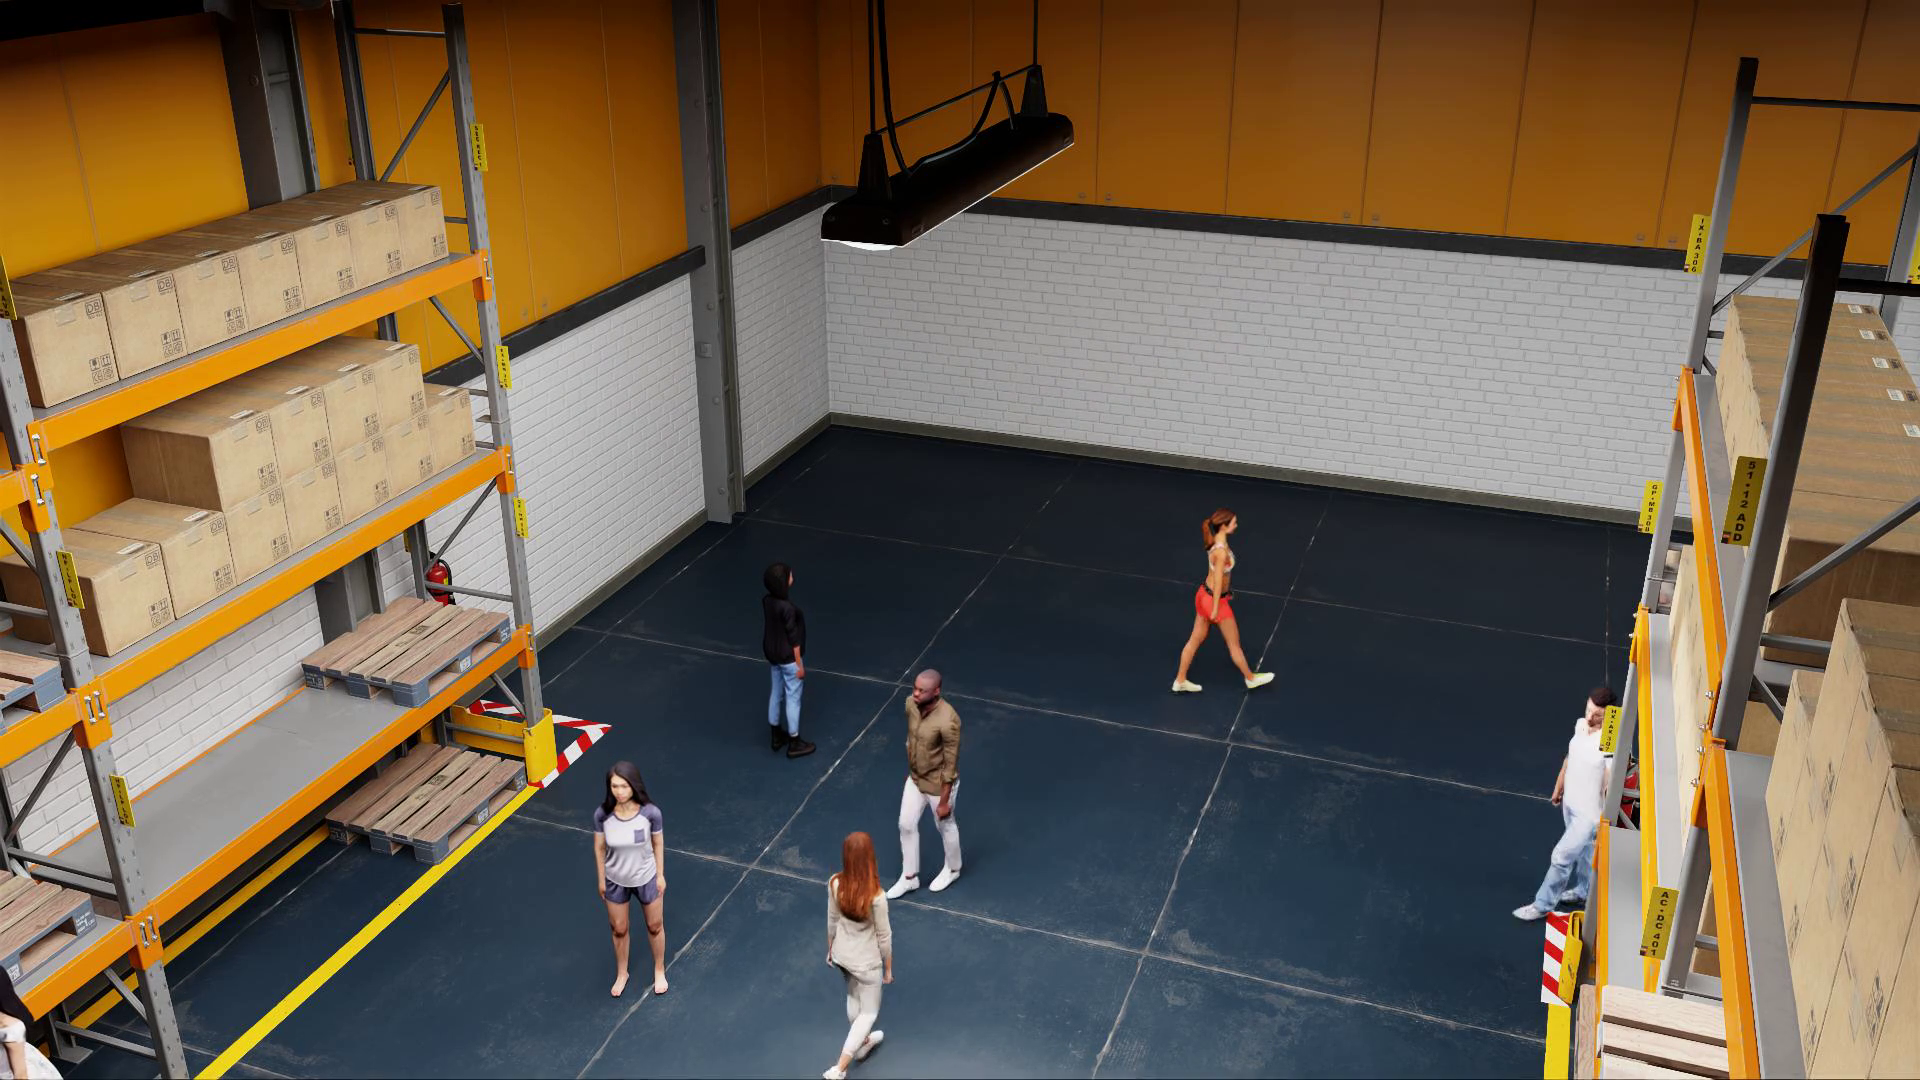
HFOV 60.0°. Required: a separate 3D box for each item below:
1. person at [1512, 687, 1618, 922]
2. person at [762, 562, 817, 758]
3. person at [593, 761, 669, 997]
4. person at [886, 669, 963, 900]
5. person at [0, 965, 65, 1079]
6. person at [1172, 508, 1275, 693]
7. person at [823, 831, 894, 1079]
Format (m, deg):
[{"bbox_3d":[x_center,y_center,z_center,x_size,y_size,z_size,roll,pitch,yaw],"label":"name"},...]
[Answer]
[{"bbox_3d":[4.391,1.829,11.455,0.983,1.827,0.993,0,24,-1],"label":"person"},{"bbox_3d":[-1.442,0.979,13.564,0.672,1.695,0.646,-20,30,-38],"label":"person"},{"bbox_3d":[-2.122,2.184,10.793,0.672,1.706,0.664,-2,24,-5],"label":"person"},{"bbox_3d":[-0.132,1.685,11.807,1.017,1.809,0.946,-21,31,-39],"label":"person"},{"bbox_3d":[-5.004,2.979,8.896,0.797,1.769,0.775,-19,30,-37],"label":"person"},{"bbox_3d":[2.118,0.562,14.450,0.983,1.749,1.123,-3,24,-7],"label":"person"},{"bbox_3d":[-0.649,2.556,9.969,0.710,1.685,1.012,13,27,27],"label":"person"}]
